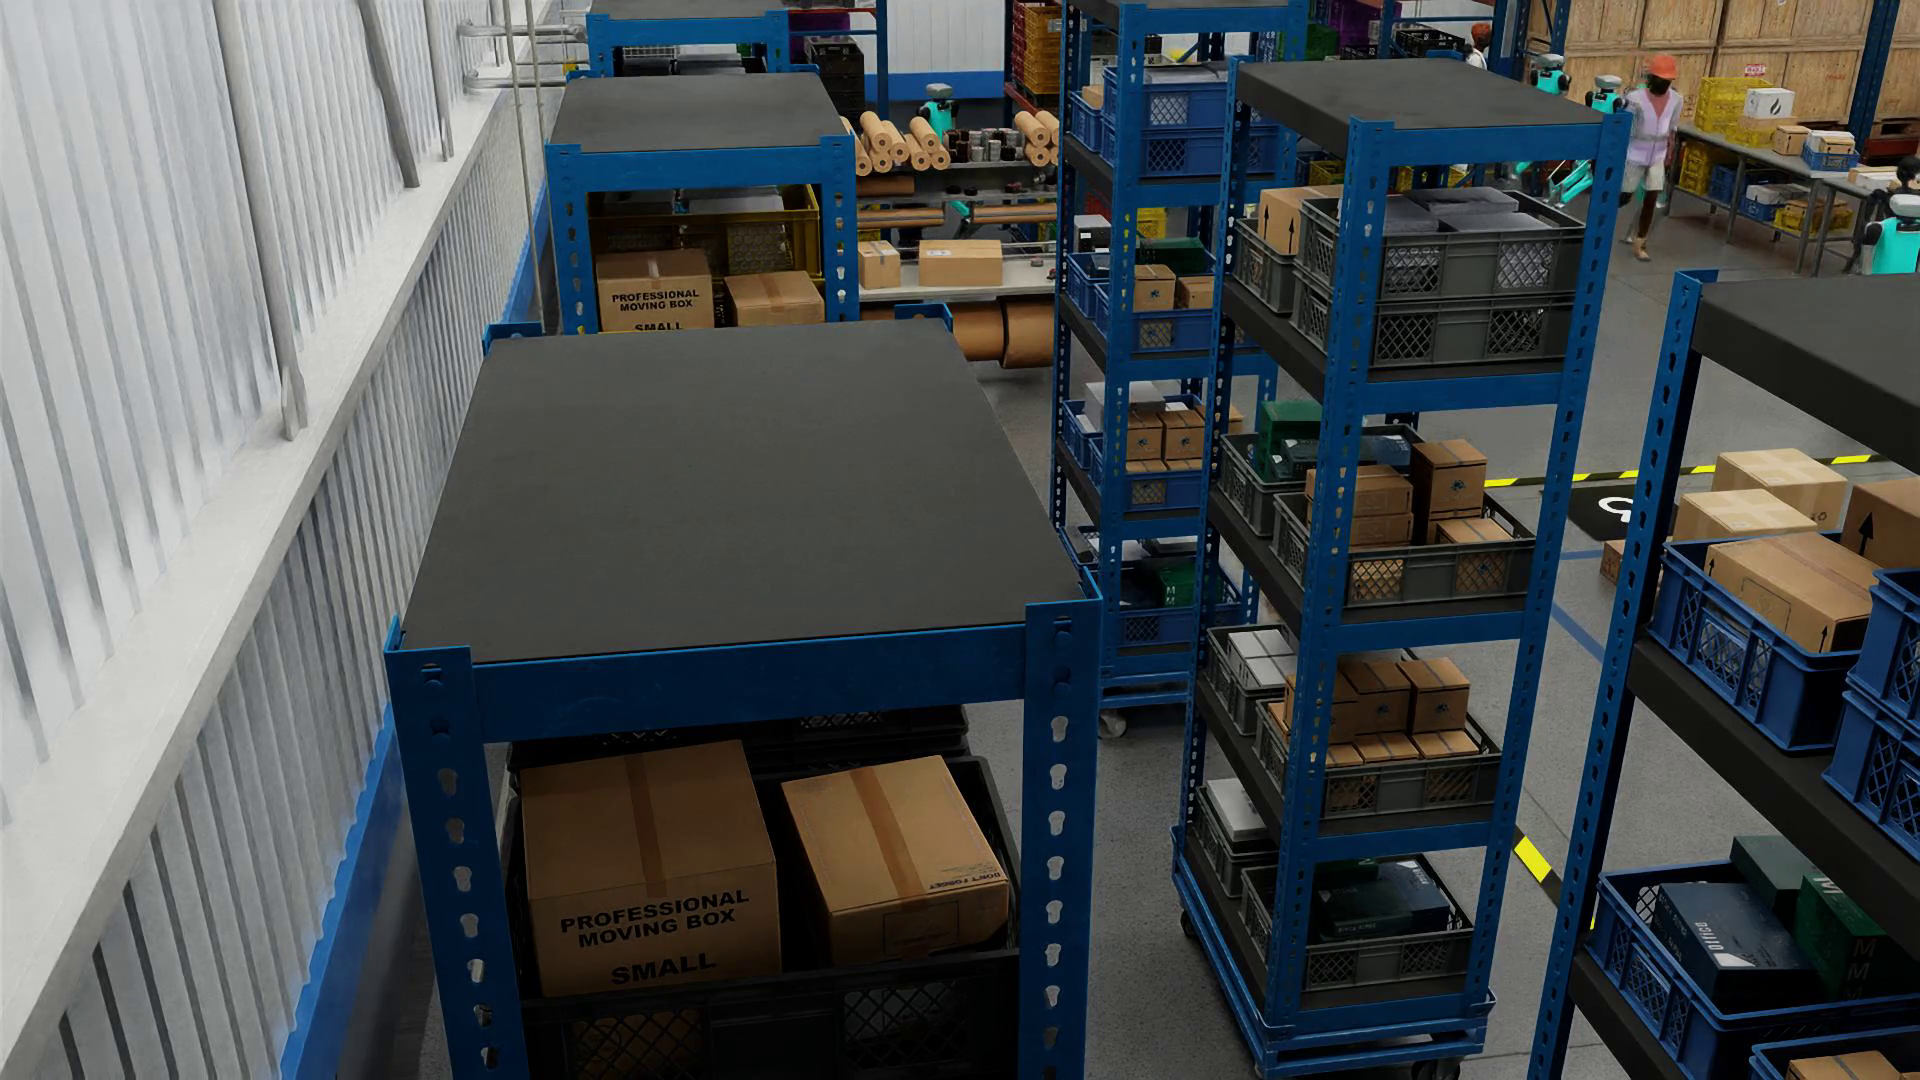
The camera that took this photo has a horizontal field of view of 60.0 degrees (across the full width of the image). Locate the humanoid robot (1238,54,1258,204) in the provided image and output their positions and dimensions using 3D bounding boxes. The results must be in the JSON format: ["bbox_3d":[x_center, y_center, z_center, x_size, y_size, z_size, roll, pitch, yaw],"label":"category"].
[{"bbox_3d":[3.094,-4.533,18.483,0.584,1.649,0.469,2,25,4],"label":"humanoid robot"}]

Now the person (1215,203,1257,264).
[{"bbox_3d":[2.494,-2.997,14.932,0.429,1.844,0.622,0,25,0],"label":"person"}]

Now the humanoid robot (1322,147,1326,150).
[{"bbox_3d":[4.336,-4.483,18.393,0.592,1.645,0.499,-14,28,-28],"label":"humanoid robot"}]

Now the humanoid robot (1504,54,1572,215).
[{"bbox_3d":[6.091,-4.276,17.822,0.807,1.776,0.540,-11,27,-22],"label":"humanoid robot"}]

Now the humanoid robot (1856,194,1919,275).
[{"bbox_3d":[6.638,-1.543,11.735,0.533,1.677,0.735,0,25,0],"label":"humanoid robot"}]

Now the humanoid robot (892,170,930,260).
[{"bbox_3d":[-0.347,-2.231,13.463,0.416,1.640,0.611,7,26,15],"label":"humanoid robot"}]

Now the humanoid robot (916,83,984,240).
[{"bbox_3d":[-0.023,-3.518,16.028,0.735,1.677,0.533,19,31,36],"label":"humanoid robot"}]

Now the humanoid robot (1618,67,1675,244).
[{"bbox_3d":[7.000,-3.838,16.896,0.537,1.815,0.661,-5,25,-10],"label":"humanoid robot"}]

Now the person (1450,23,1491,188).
[{"bbox_3d":[5.928,-5.002,19.239,0.353,1.884,0.578,5,25,10],"label":"person"}]

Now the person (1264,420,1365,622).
[{"bbox_3d":[1.744,0.203,7.962,0.596,1.850,0.395,-2,25,-3],"label":"person"}]

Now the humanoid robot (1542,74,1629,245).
[{"bbox_3d":[6.151,-3.758,16.595,0.744,1.690,0.530,-8,26,-17],"label":"humanoid robot"}]

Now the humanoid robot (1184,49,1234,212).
[{"bbox_3d":[2.572,-4.483,18.272,0.847,1.747,0.560,-2,25,-4],"label":"humanoid robot"}]

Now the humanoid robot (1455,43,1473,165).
[{"bbox_3d":[5.773,-4.908,19.271,0.589,1.648,0.333,2,25,4],"label":"humanoid robot"}]

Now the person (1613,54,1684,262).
[{"bbox_3d":[6.800,-3.856,16.613,0.622,2.006,0.884,-1,25,-3],"label":"person"}]

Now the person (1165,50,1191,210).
[{"bbox_3d":[2.244,-4.484,18.265,0.585,1.758,0.823,-1,25,-2],"label":"person"}]

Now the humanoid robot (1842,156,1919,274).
[{"bbox_3d":[7.698,-2.367,13.821,0.596,1.624,0.786,3,25,6],"label":"humanoid robot"}]
